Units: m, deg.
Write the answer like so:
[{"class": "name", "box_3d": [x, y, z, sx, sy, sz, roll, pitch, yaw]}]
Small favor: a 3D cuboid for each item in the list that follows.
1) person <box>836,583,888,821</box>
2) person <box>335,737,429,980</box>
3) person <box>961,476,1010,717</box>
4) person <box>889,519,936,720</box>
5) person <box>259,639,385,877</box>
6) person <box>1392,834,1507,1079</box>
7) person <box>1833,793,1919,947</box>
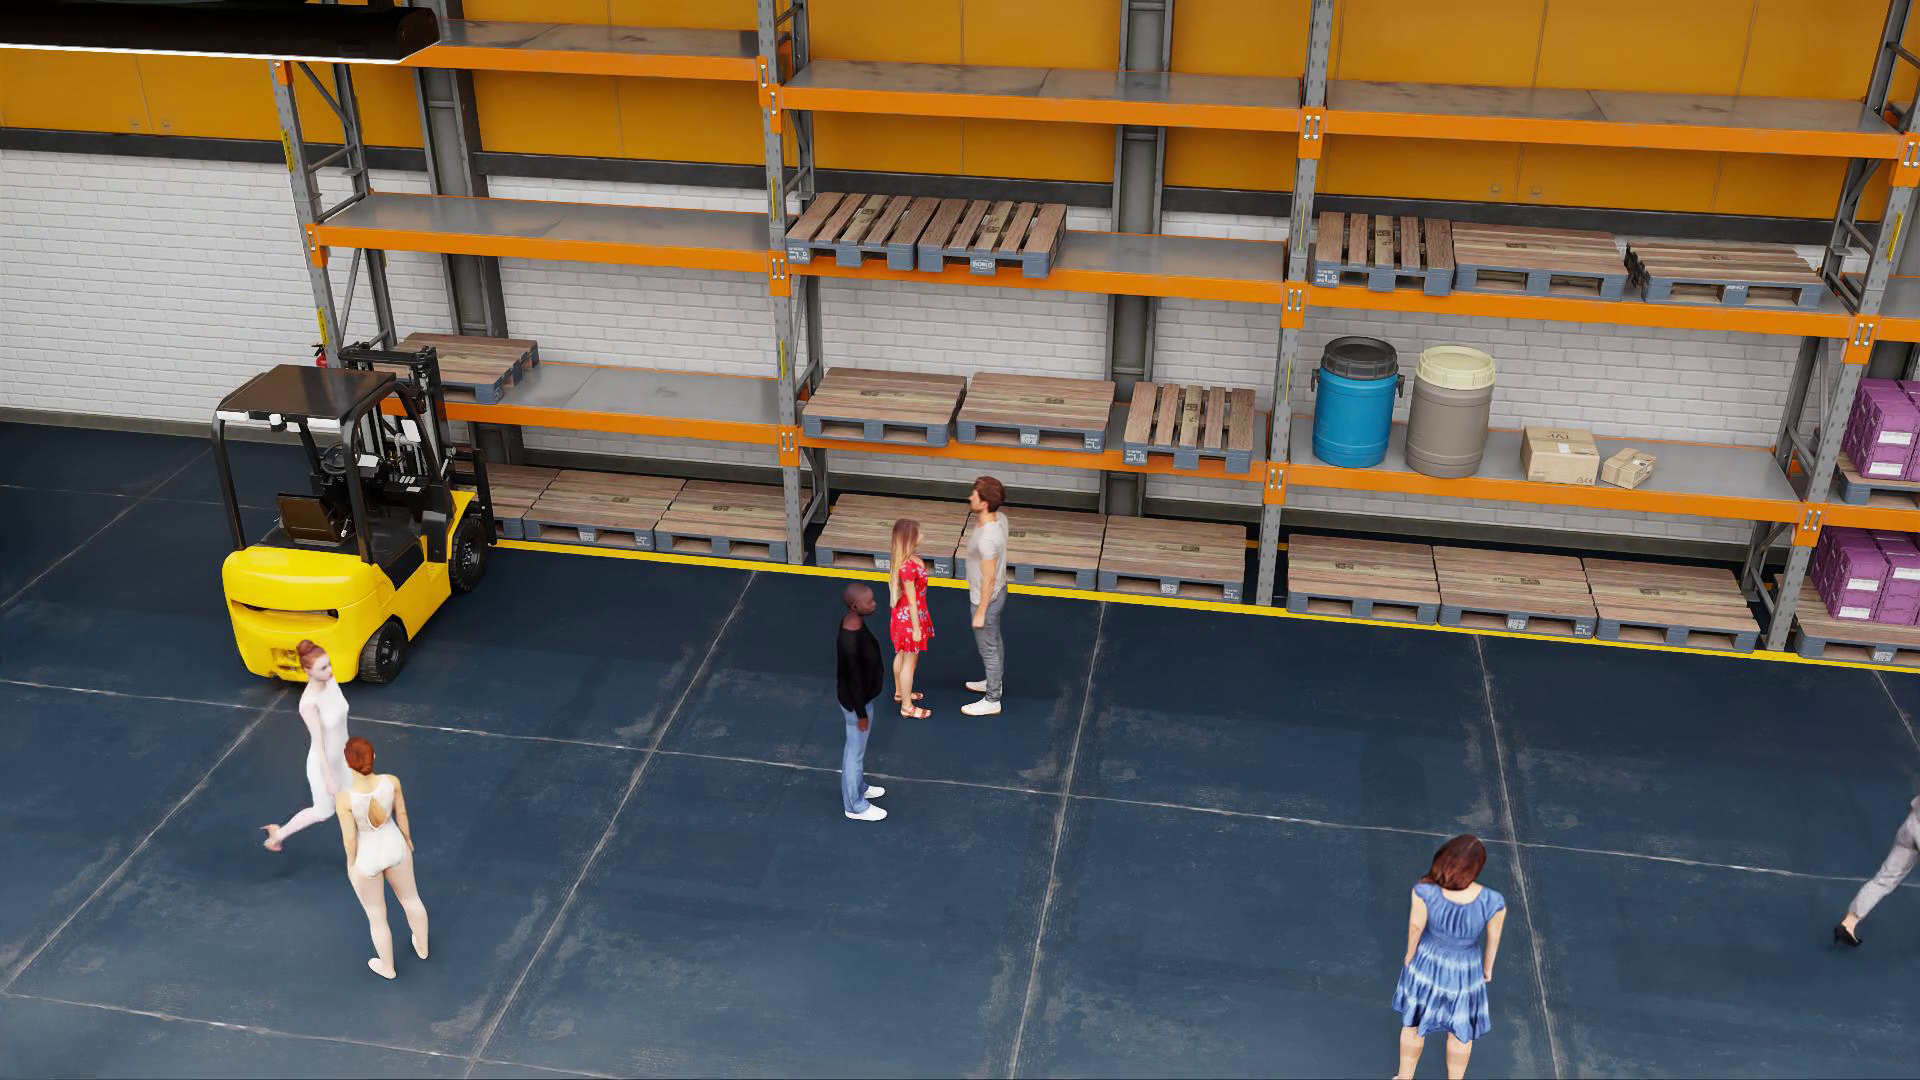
[{"class": "person", "box_3d": [-0.685, 1.053, 11.008, 0.606, 1.749, 0.642, -2, 29, -3]}, {"class": "person", "box_3d": [-3.376, 1.838, 9.678, 0.640, 1.644, 0.619, 25, 37, 38]}, {"class": "person", "box_3d": [0.203, 0.397, 12.055, 0.547, 1.898, 0.661, 4, 29, 7]}, {"class": "person", "box_3d": [-0.382, 0.554, 12.086, 0.657, 1.593, 0.650, -6, 29, -11]}, {"class": "person", "box_3d": [-4.006, 1.398, 10.354, 1.056, 1.769, 0.610, 4, 29, 7]}, {"class": "person", "box_3d": [2.543, 2.278, 8.703, 0.509, 1.806, 0.733, 7, 29, 12]}, {"class": "person", "box_3d": [5.613, 1.799, 9.770, 1.193, 1.625, 0.890, -5, 29, -10]}]
